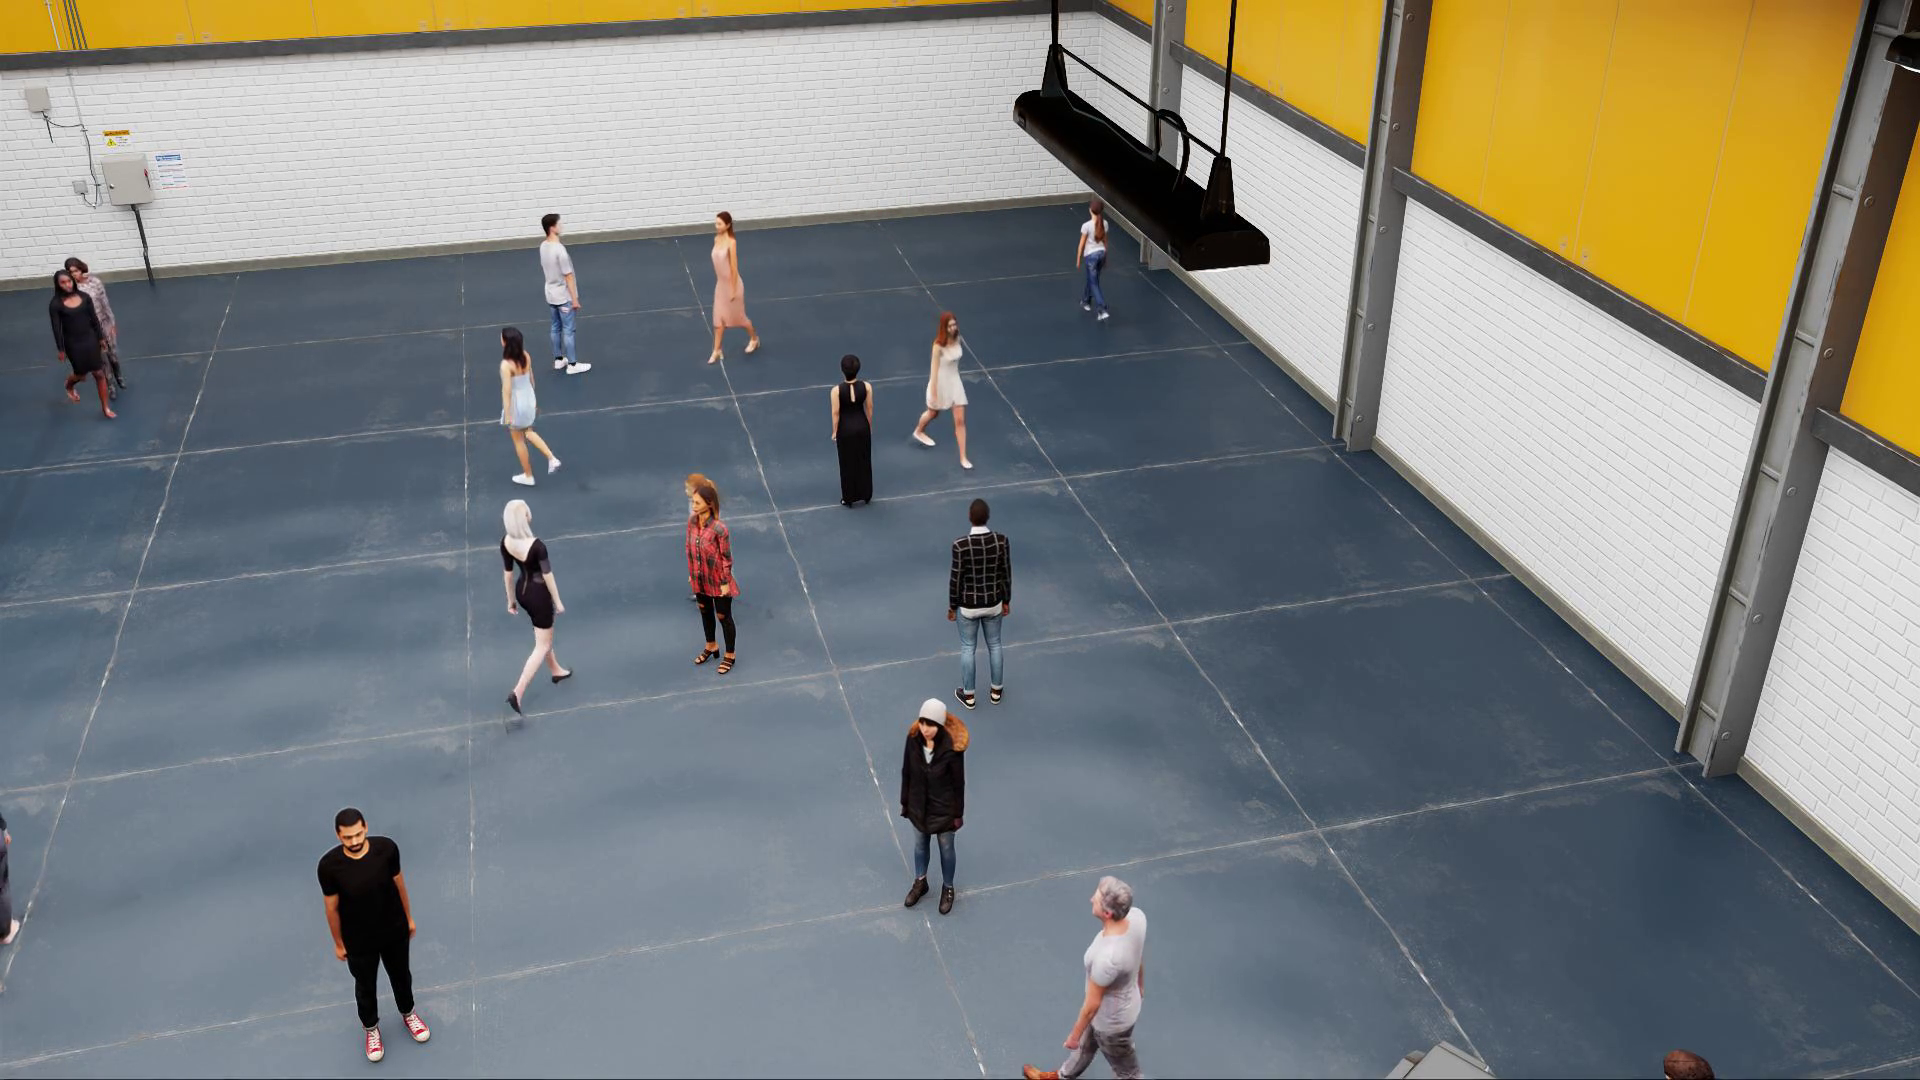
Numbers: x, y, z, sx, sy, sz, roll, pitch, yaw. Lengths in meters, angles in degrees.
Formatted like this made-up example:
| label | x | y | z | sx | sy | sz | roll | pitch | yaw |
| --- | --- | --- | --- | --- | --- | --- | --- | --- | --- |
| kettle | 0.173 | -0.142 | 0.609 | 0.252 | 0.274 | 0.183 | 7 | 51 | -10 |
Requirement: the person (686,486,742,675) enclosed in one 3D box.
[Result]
| label | x | y | z | sx | sy | sz | roll | pitch | yaw |
| --- | --- | --- | --- | --- | --- | --- | --- | --- | --- |
| person | -2.052 | 0.312 | 13.753 | 0.685 | 1.702 | 0.765 | 19 | 34 | 31 |

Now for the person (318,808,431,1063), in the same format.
| label | x | y | z | sx | sy | sz | roll | pitch | yaw |
| --- | --- | --- | --- | --- | --- | --- | --- | --- | --- |
| person | -3.526 | 2.329 | 9.997 | 0.702 | 1.758 | 0.668 | -18 | 33 | -29 |

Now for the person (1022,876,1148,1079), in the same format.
| label | x | y | z | sx | sy | sz | roll | pitch | yaw |
| --- | --- | --- | --- | --- | --- | --- | --- | --- | --- |
| person | 0.943 | 2.692 | 9.314 | 1.208 | 1.774 | 1.208 | 12 | 31 | 20 |

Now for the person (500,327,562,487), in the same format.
| label | x | y | z | sx | sy | sz | roll | pitch | yaw |
| --- | --- | --- | --- | --- | --- | --- | --- | --- | --- |
| person | -4.349 | -1.317 | 16.723 | 0.879 | 1.718 | 0.847 | 10 | 30 | 17 |

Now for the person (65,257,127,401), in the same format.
| label | x | y | z | sx | sy | sz | roll | pitch | yaw |
| --- | --- | --- | --- | --- | --- | --- | --- | --- | --- |
| person | -9.729 | -2.401 | 18.730 | 0.649 | 1.699 | 0.735 | -14 | 32 | -24 |

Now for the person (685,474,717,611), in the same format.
| label | x | y | z | sx | sy | sz | roll | pitch | yaw |
| --- | --- | --- | --- | --- | --- | --- | --- | --- | --- |
| person | -2.262 | -0.003 | 14.742 | 0.632 | 1.308 | 0.502 | -15 | 32 | -26 |

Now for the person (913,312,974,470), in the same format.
| label | x | y | z | sx | sy | sz | roll | pitch | yaw |
| --- | --- | --- | --- | --- | --- | --- | --- | --- | --- |
| person | -0.203 | -1.611 | 17.325 | 0.906 | 1.657 | 1.260 | -23 | 36 | -35 |

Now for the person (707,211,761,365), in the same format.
| label | x | y | z | sx | sy | sz | roll | pitch | yaw |
| --- | --- | --- | --- | --- | --- | --- | --- | --- | --- |
| person | -2.657 | -3.007 | 19.727 | 0.952 | 1.808 | 0.999 | -25 | 37 | -38 |

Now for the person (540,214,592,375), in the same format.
| label | x | y | z | sx | sy | sz | roll | pitch | yaw |
| --- | --- | --- | --- | --- | --- | --- | --- | --- | --- |
| person | -4.671 | -2.879 | 19.412 | 0.700 | 1.886 | 0.821 | 25 | 37 | 38 |

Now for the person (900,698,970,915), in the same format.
| label | x | y | z | sx | sy | sz | roll | pitch | yaw |
| --- | --- | --- | --- | --- | --- | --- | --- | --- | --- |
| person | -0.178 | 1.766 | 11.159 | 0.741 | 1.634 | 0.779 | 10 | 30 | 17 |

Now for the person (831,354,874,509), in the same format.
| label | x | y | z | sx | sy | sz | roll | pitch | yaw |
| --- | --- | --- | --- | --- | --- | --- | --- | --- | --- |
| person | -1.053 | -1.070 | 16.389 | 0.593 | 1.604 | 0.533 | -10 | 30 | -18 |

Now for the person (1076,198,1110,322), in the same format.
| label | x | y | z | sx | sy | sz | roll | pitch | yaw |
| --- | --- | --- | --- | --- | --- | --- | --- | --- | --- |
| person | 1.721 | -3.518 | 20.955 | 0.698 | 1.529 | 1.085 | -14 | 32 | -24 |

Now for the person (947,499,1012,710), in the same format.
| label | x | y | z | sx | sy | sz | roll | pitch | yaw |
| --- | --- | --- | --- | --- | --- | --- | --- | --- | --- |
| person | 0.157 | 0.508 | 13.271 | 0.664 | 1.819 | 0.517 | -7 | 29 | -13 |

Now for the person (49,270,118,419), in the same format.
| label | x | y | z | sx | sy | sz | roll | pitch | yaw |
| --- | --- | --- | --- | --- | --- | --- | --- | --- | --- |
| person | -9.714 | -2.161 | 18.287 | 1.018 | 1.702 | 0.925 | 19 | 34 | 31 |

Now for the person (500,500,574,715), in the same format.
| label | x | y | z | sx | sy | sz | roll | pitch | yaw |
| --- | --- | --- | --- | --- | --- | --- | --- | --- | --- |
| person | -3.428 | 0.552 | 13.212 | 1.055 | 1.800 | 1.155 | 13 | 31 | 22 |
